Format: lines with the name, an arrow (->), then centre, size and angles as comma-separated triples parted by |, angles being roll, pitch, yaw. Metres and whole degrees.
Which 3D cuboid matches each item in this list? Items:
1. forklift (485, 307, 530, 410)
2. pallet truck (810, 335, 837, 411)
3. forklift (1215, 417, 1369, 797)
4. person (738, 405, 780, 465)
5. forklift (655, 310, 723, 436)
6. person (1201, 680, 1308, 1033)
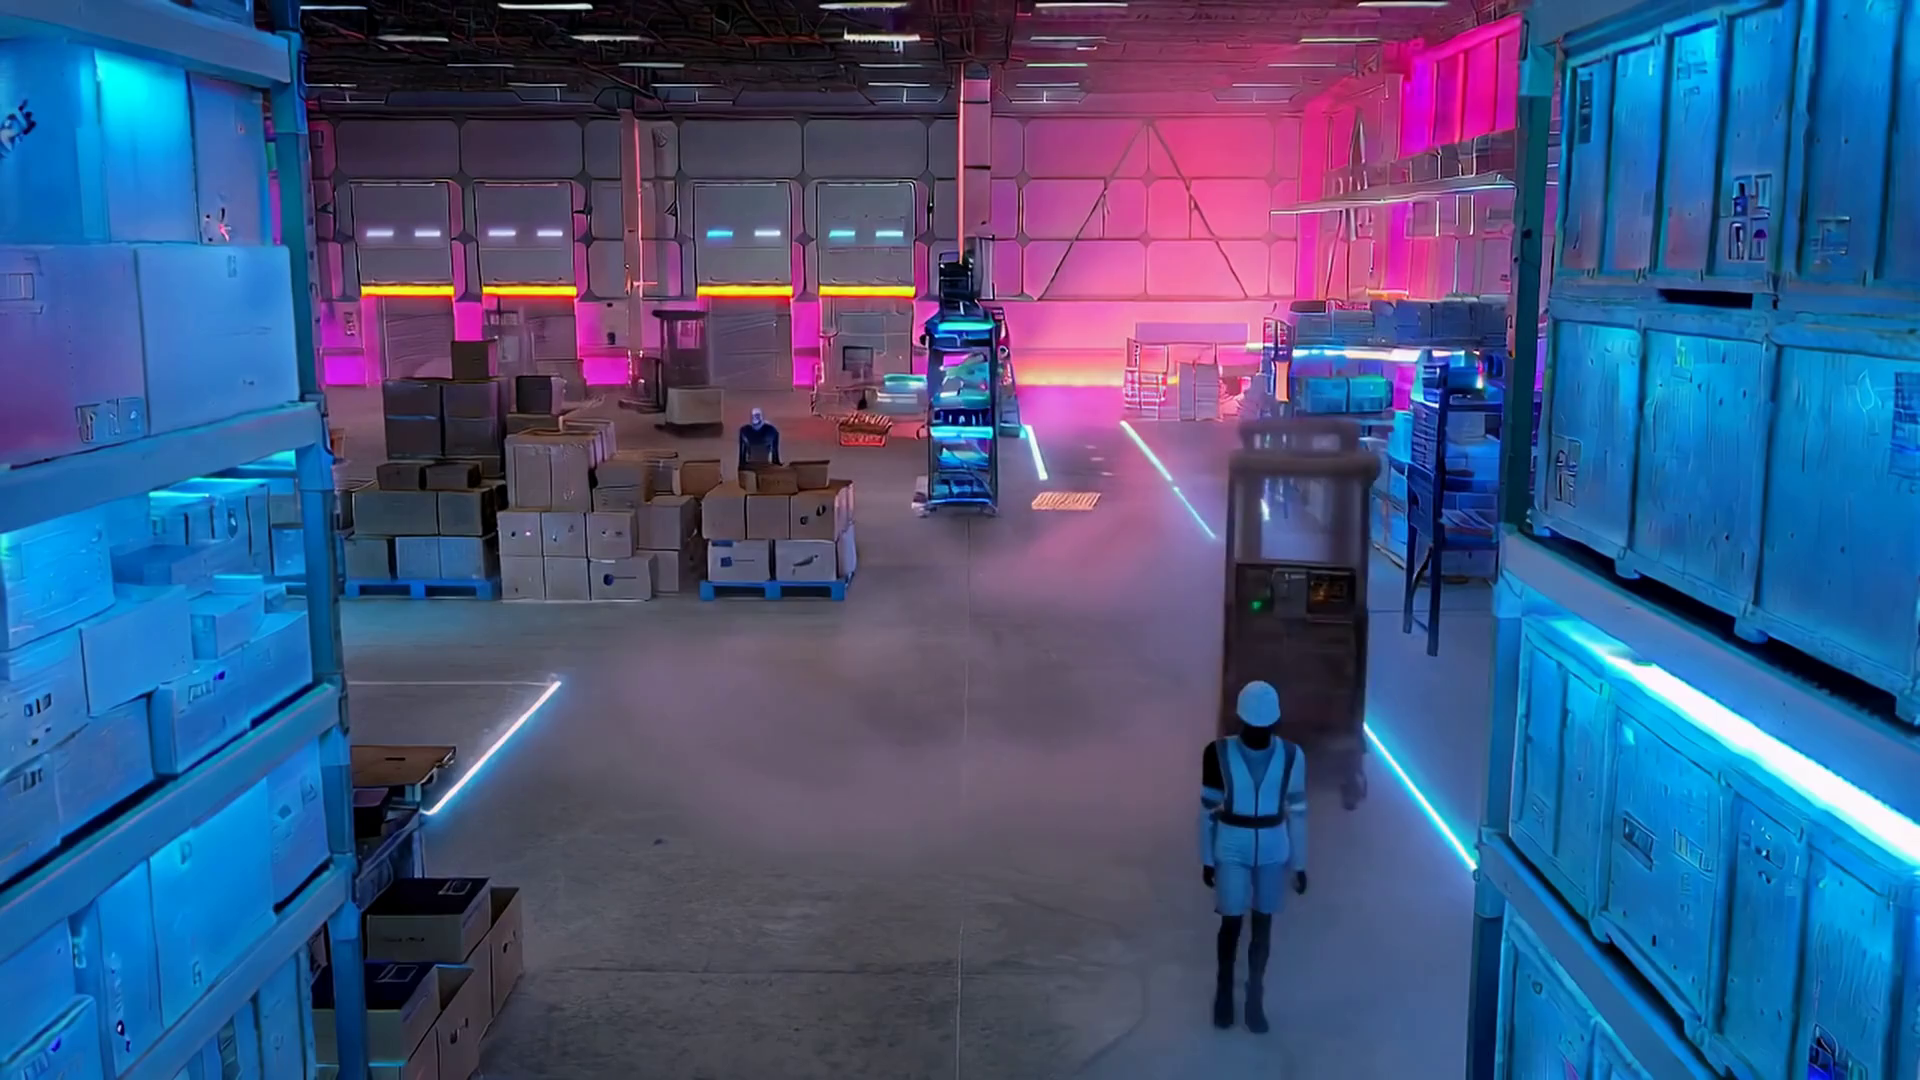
forklift -> -10.751, -4.150, 39.642 | 1.129, 2.768, 1.873 | 0, 10, 1
pallet truck -> -3.021, -4.312, 43.126 | 1.885, 1.965, 0.823 | 3, 10, 17
forklift -> 2.657, 0.414, 13.315 | 1.129, 2.768, 1.873 | 1, 10, 8
person -> -2.944, -1.020, 24.357 | 0.623, 1.932, 0.373 | 2, 10, 12
forklift -> -6.183, -3.833, 37.814 | 1.129, 2.768, 1.873 | -5, 11, -25
person -> 1.559, 1.674, 8.798 | 0.553, 1.922, 0.424 | 0, 10, 0
